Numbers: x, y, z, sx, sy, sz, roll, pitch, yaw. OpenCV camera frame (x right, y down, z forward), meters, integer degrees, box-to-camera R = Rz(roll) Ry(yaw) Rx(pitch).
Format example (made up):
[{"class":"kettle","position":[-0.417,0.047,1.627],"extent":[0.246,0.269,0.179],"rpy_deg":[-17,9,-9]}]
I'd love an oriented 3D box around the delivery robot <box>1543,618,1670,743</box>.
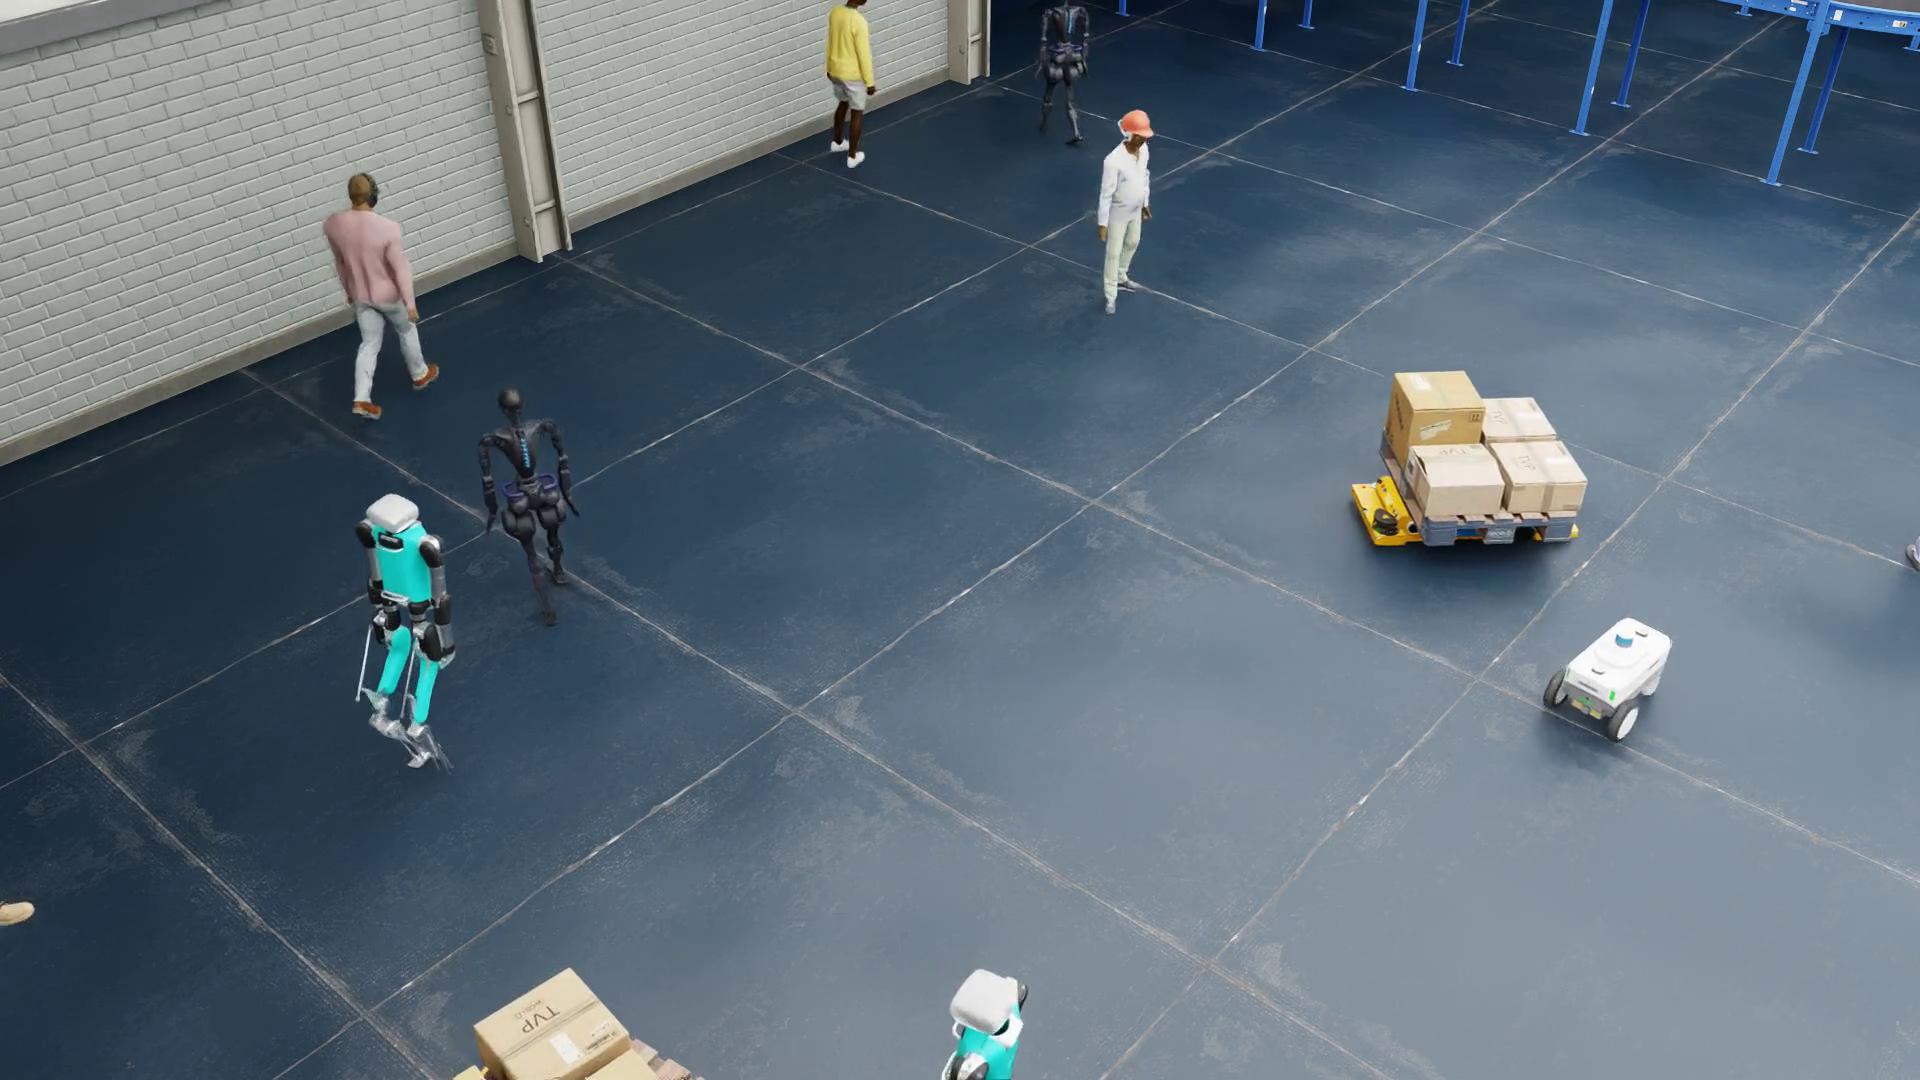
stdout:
[{"class":"delivery robot","position":[3.945,0.790,10.019],"extent":[0.769,0.580,0.499],"rpy_deg":[-29,44,-34]}]

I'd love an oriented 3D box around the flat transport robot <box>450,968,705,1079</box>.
[{"class":"flat transport robot","position":[-1.796,2.848,7.389],"extent":[1.431,0.231,0.659],"rpy_deg":[21,41,27]}]

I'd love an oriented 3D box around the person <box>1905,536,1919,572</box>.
[{"class":"person","position":[6.645,-0.556,10.815],"extent":[0.563,1.839,0.393],"rpy_deg":[14,38,18]}]

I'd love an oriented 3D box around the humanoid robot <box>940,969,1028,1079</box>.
[{"class":"humanoid robot","position":[-0.115,2.367,6.825],"extent":[0.745,1.820,0.542],"rpy_deg":[14,38,19]}]

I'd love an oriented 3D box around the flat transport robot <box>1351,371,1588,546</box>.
[{"class":"flat transport robot","position":[3.552,-0.240,11.725],"extent":[1.431,0.231,0.659],"rpy_deg":[-2,36,-3]}]

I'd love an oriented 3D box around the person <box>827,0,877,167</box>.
[{"class":"person","position":[-1.079,-4.650,16.544],"extent":[0.493,1.875,0.657],"rpy_deg":[-29,44,-34]}]

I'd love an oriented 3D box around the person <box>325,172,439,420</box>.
[{"class":"person","position":[-4.415,-1.841,12.574],"extent":[0.649,1.893,0.951],"rpy_deg":[7,36,10]}]

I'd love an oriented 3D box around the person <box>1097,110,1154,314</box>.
[{"class":"person","position":[1.362,-2.767,13.996],"extent":[0.416,1.752,0.713],"rpy_deg":[27,43,32]}]

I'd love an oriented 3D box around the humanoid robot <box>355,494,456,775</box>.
[{"class":"humanoid robot","position":[-3.123,0.659,9.248],"extent":[0.543,1.855,0.655],"rpy_deg":[14,38,18]}]

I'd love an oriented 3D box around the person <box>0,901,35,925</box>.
[{"class":"person","position":[-5.079,1.343,8.148],"extent":[0.460,1.832,0.583],"rpy_deg":[-10,37,-14]}]

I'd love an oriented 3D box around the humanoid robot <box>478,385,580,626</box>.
[{"class":"humanoid robot","position":[-2.735,-0.261,10.557],"extent":[0.590,1.642,0.617],"rpy_deg":[-17,39,-23]}]

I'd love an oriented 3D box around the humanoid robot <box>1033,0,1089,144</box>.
[{"class":"humanoid robot","position":[1.066,-4.904,17.104],"extent":[0.609,1.626,0.722],"rpy_deg":[-13,38,-18]}]
